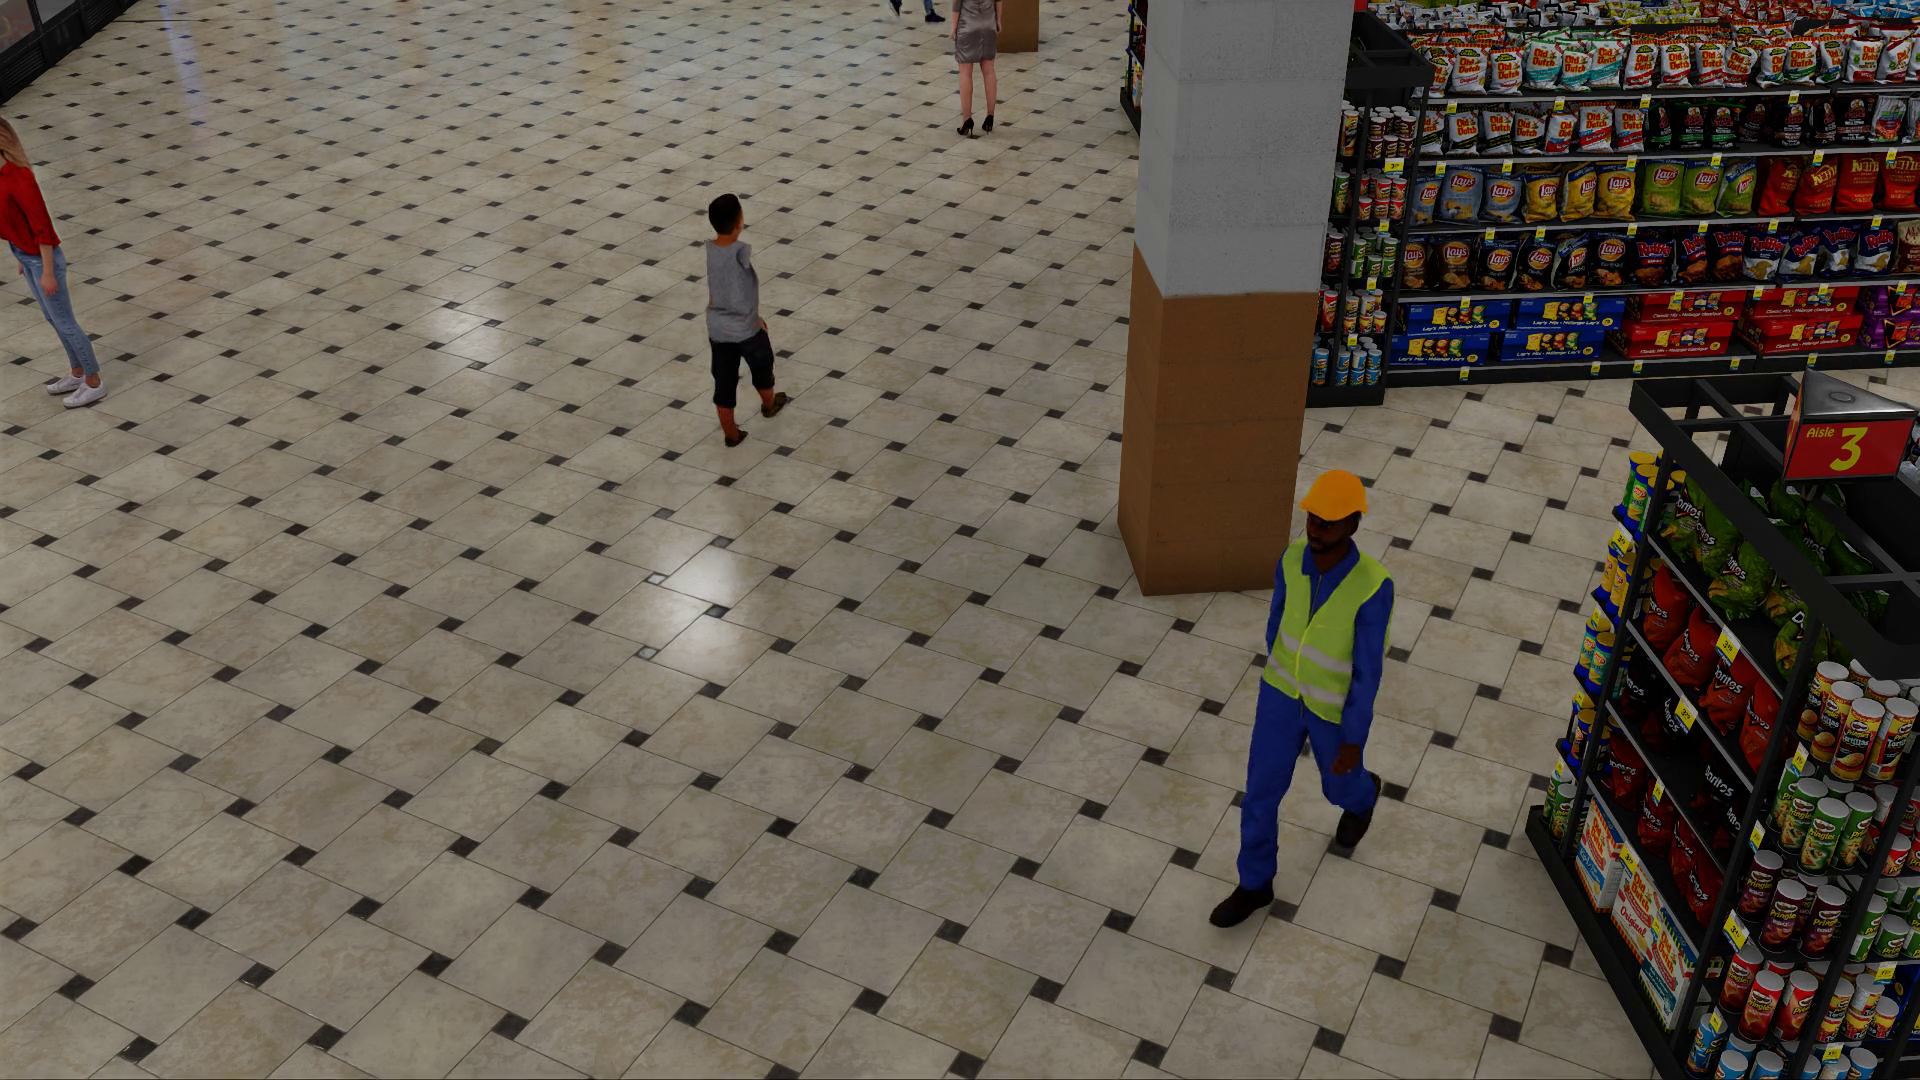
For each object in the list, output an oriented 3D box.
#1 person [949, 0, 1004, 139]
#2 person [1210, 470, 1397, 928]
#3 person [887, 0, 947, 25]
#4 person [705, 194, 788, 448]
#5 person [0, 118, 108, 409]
[{"bbox_3d":[0.130,-4.161,13.510,0.544,1.746,0.713,-12,34,-19],"label":"person"},{"bbox_3d":[1.327,0.547,5.910,1.137,1.782,1.216,25,40,34],"label":"person"},{"bbox_3d":[-0.456,-5.788,16.605,0.803,1.239,0.509,-2,32,-3],"label":"person"},{"bbox_3d":[-1.256,-1.193,9.032,0.876,1.438,0.813,9,33,14],"label":"person"},{"bbox_3d":[-5.196,-1.547,9.403,0.722,1.648,0.689,-27,41,-36],"label":"person"}]
